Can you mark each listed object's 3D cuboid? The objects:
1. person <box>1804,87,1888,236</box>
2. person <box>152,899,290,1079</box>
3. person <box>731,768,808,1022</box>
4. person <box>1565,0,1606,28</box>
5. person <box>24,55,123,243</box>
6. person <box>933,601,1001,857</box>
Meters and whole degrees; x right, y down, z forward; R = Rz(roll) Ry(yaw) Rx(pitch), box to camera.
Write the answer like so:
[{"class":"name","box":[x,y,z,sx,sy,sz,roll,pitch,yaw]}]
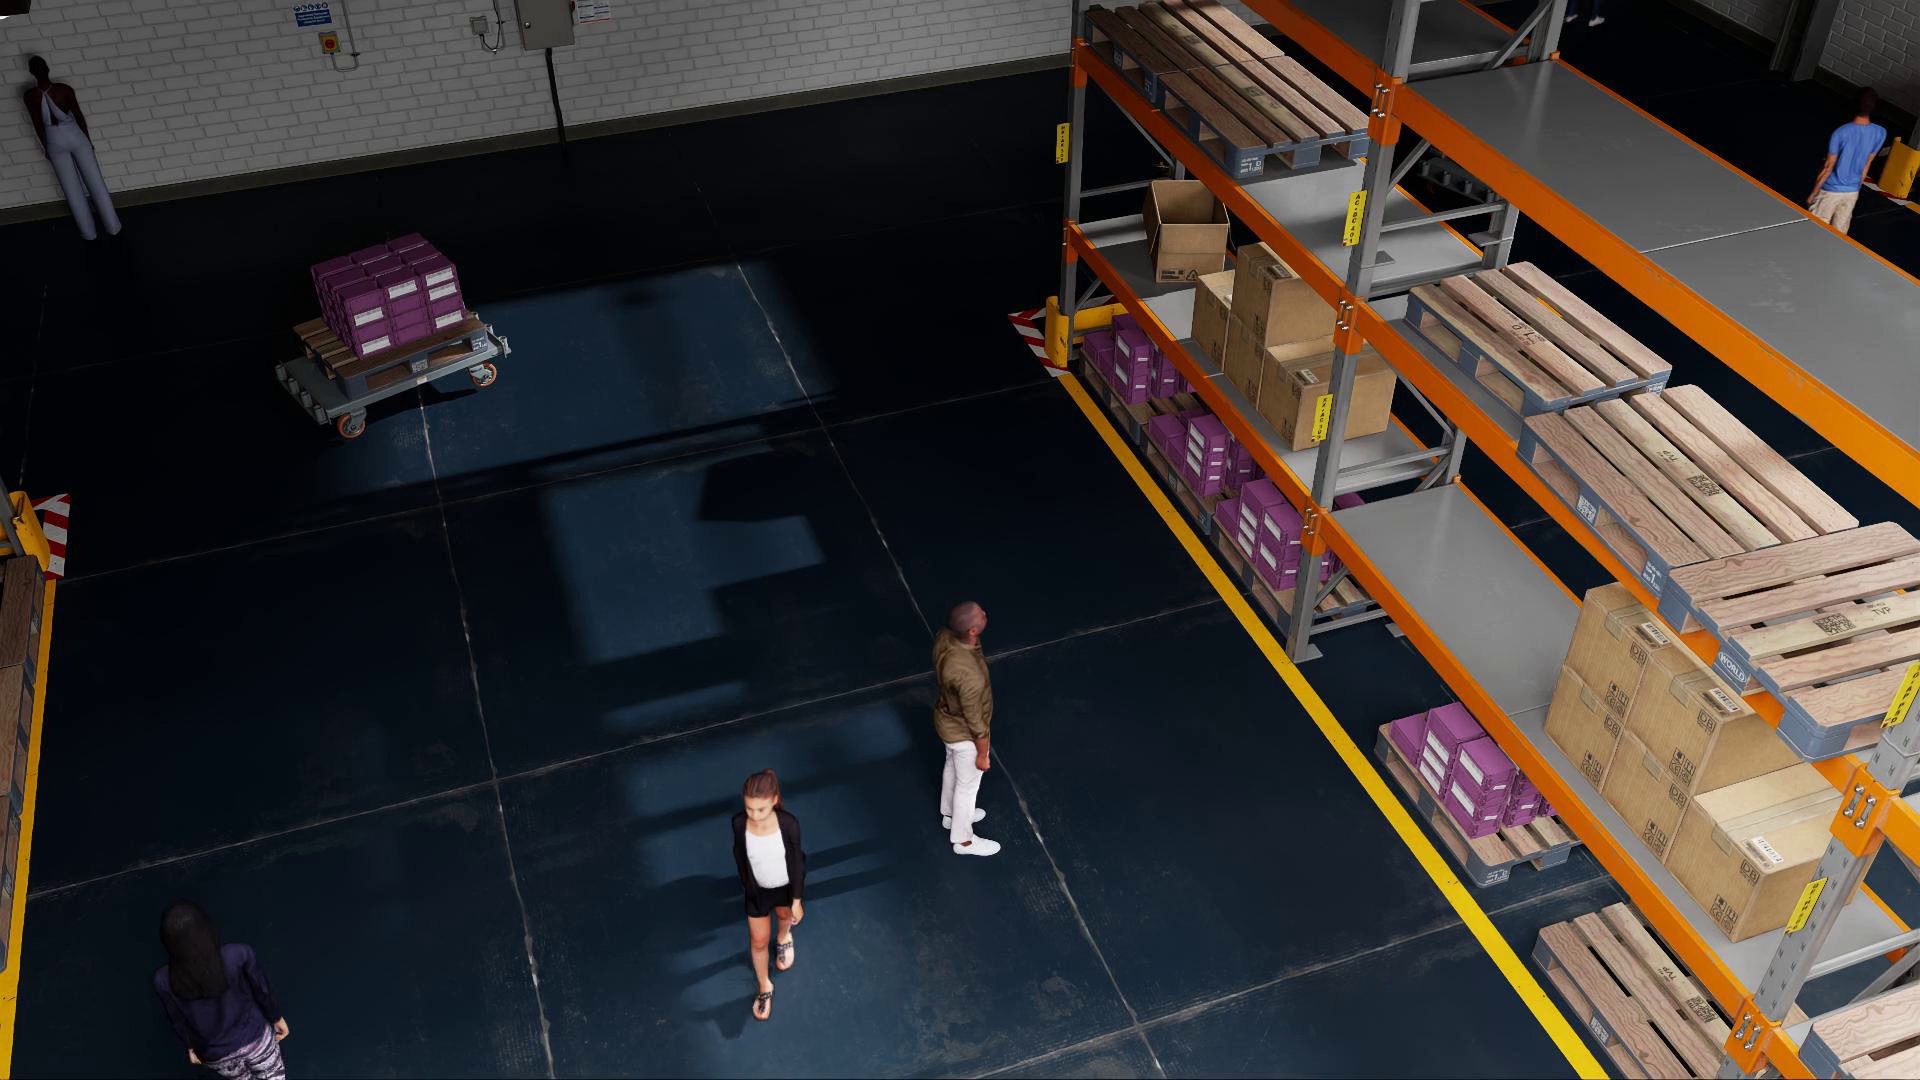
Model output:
[{"class":"person","box":[7.653,-3.040,14.511,0.702,1.863,0.642,-3,39,-4]},{"class":"person","box":[-3.428,2.387,7.832,0.644,1.719,0.839,-15,41,-18]},{"class":"person","box":[-0.981,1.731,8.802,0.689,1.533,0.904,-1,39,-2]},{"class":"person","box":[7.445,-6.899,19.455,0.735,1.724,0.636,-29,47,-31]},{"class":"person","box":[-8.177,-3.591,15.264,0.594,1.785,0.515,-18,42,-21]},{"class":"person","box":[0.024,1.054,9.416,0.793,1.824,0.530,-10,40,-12]}]
